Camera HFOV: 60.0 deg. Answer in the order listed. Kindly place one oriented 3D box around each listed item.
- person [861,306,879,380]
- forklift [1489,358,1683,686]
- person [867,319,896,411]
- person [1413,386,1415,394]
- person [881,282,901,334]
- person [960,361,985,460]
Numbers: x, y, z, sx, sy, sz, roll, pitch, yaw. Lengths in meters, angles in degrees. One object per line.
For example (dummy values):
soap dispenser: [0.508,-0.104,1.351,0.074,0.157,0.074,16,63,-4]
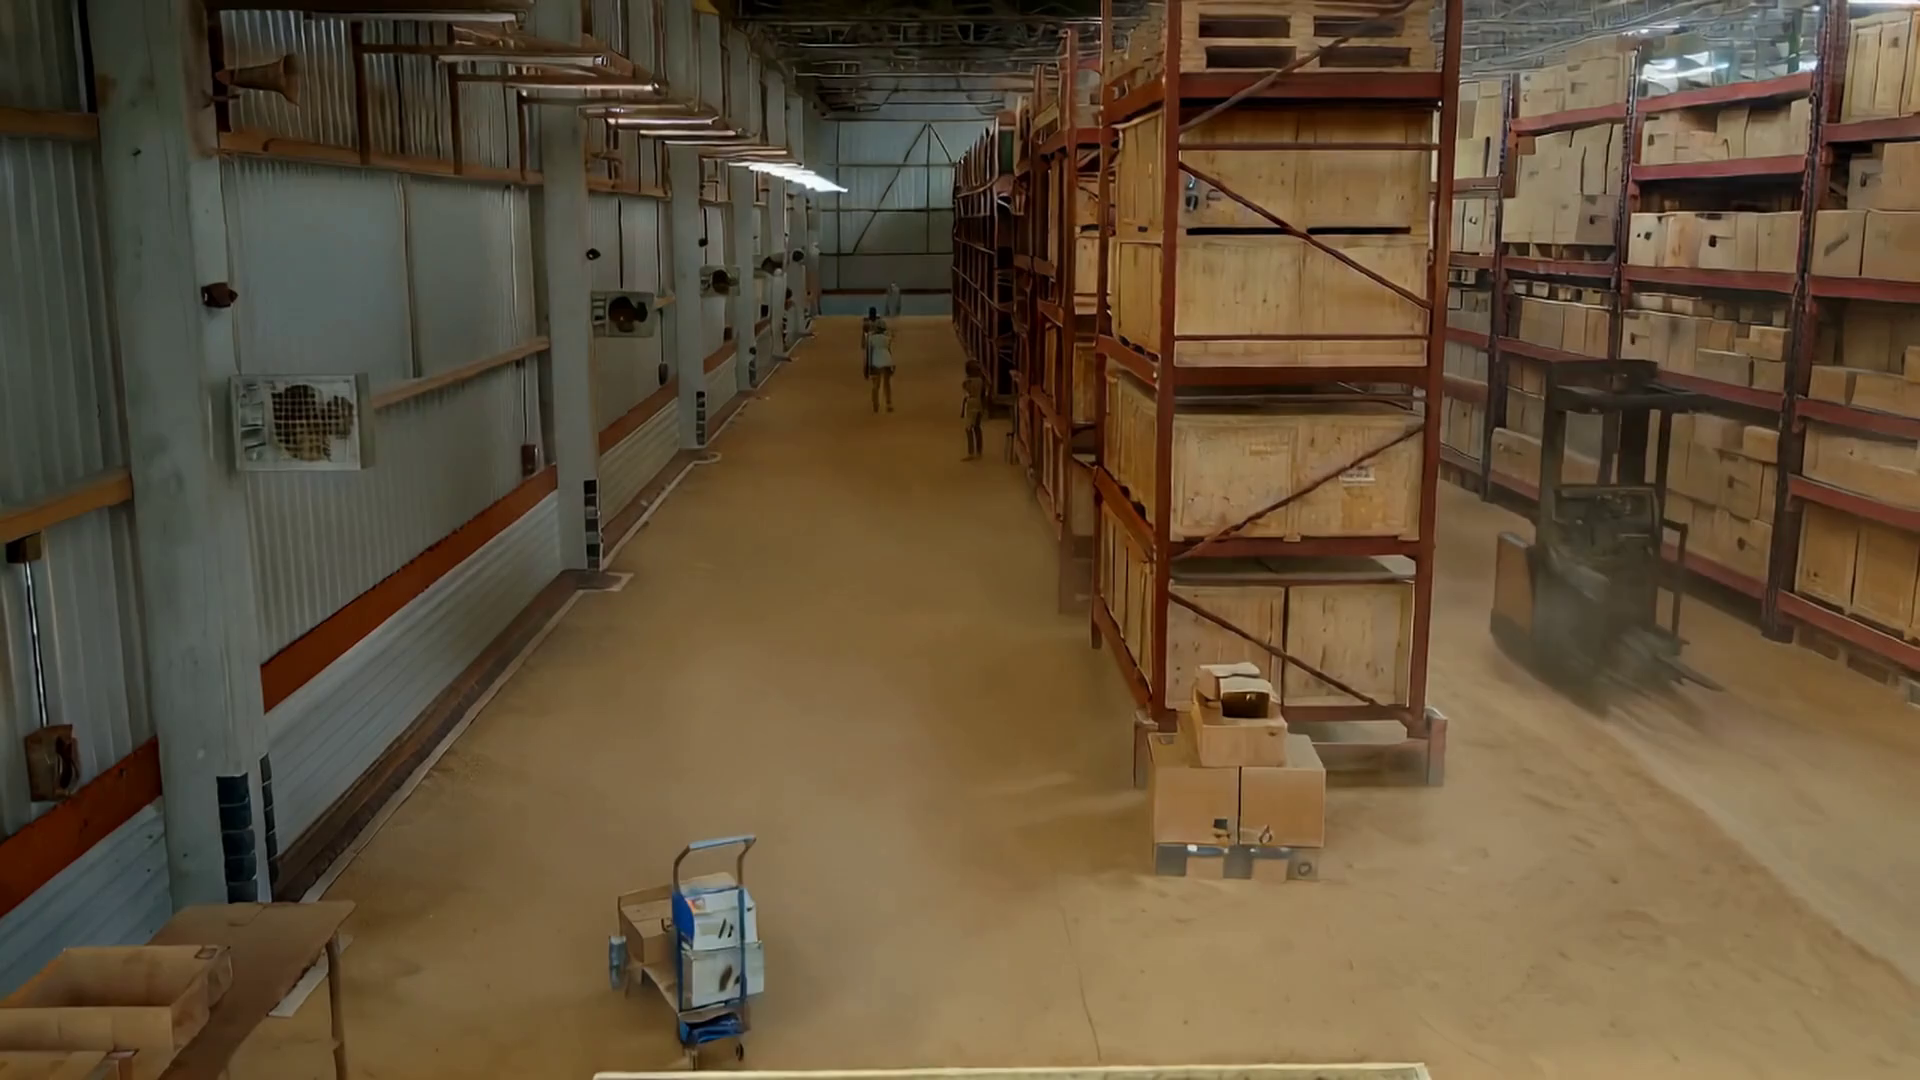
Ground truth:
person: [-2.255,-5.051,42.678,0.597,1.906,0.414,-2,11,-10]
forklift: [5.728,-0.257,15.186,1.129,2.768,1.873,0,11,-2]
person: [-1.678,-3.754,35.719,0.617,1.986,0.408,-3,11,-15]
person: [10.789,-4.406,39.341,0.673,1.887,0.657,1,11,6]
person: [-2.506,-8.390,60.128,0.697,1.881,0.578,7,13,31]
person: [0.205,-2.213,28.443,0.317,1.700,0.538,8,14,37]
